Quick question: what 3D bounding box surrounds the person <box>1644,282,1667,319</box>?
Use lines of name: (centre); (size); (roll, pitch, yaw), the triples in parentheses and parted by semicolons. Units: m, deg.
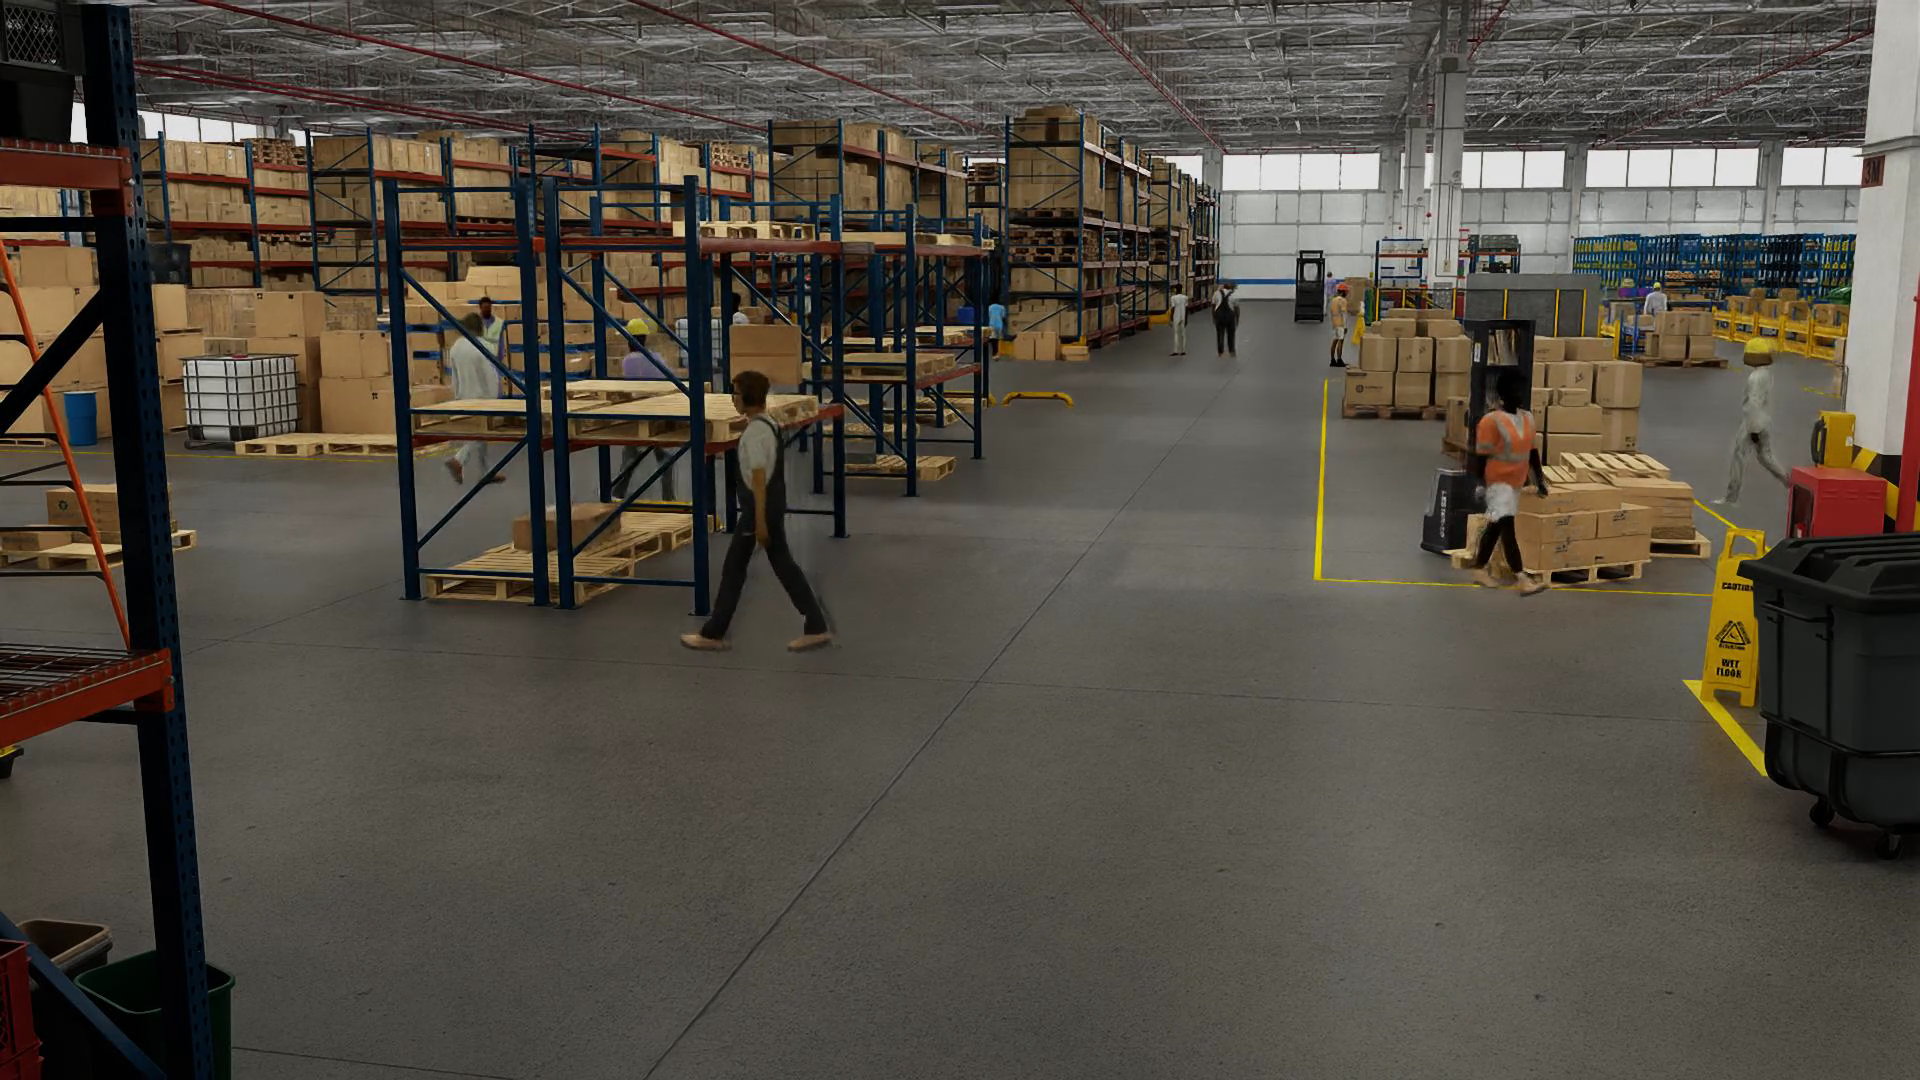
person: (20.589, -6.729, 49.231); (0.599, 1.810, 0.779); (2, 10, 12)

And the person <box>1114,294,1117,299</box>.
person: (8.413, -13.920, 92.180); (0.495, 1.691, 0.917); (-8, 13, -40)

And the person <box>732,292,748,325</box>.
person: (-3.557, -2.963, 26.498); (0.392, 1.956, 0.605); (3, 10, 18)

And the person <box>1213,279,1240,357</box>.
person: (6.770, -5.653, 42.162); (0.716, 2.000, 0.536); (4, 10, 23)

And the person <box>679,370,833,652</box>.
person: (-1.254, -0.168, 10.428); (0.986, 1.796, 0.533); (2, 10, 9)

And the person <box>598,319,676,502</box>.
person: (-3.205, -1.257, 16.605); (0.953, 1.875, 0.611); (6, 11, 33)

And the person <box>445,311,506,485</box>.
person: (-5.297, -1.522, 18.062); (0.639, 1.924, 0.743); (7, 12, 37)

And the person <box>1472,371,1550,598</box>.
person: (4.089, -0.406, 12.231); (0.538, 1.655, 0.848); (-6, 12, -34)

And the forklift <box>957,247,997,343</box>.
forklift: (0.587, -7.172, 48.673); (1.129, 2.768, 1.873); (2, 10, 12)

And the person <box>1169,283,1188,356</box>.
person: (5.596, -5.632, 42.574); (0.521, 1.861, 0.327); (-4, 10, -22)

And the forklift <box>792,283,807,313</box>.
forklift: (-7.239, -11.652, 75.204); (1.129, 2.768, 1.873); (2, 10, 12)

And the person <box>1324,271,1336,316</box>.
person: (16.152, -10.774, 72.792); (0.629, 1.940, 0.379); (3, 10, 19)

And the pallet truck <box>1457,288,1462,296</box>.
pallet truck: (20.506, -9.785, 68.819); (0.653, 1.274, 1.630); (2, 10, 12)

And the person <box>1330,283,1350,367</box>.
person: (8.762, -4.947, 38.298); (0.371, 1.933, 0.550); (-4, 10, -20)

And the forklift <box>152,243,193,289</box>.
forklift: (-17.391, -5.192, 36.948); (1.873, 2.768, 1.129); (2, 10, 12)

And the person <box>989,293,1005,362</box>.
person: (0.857, -5.156, 40.345); (0.537, 1.664, 0.844); (-3, 10, -19)

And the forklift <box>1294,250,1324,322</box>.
forklift: (13.778, -10.002, 65.433); (1.129, 2.768, 1.873); (2, 10, 12)

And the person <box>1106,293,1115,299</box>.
person: (7.539, -12.493, 83.269); (0.625, 1.841, 0.429); (-5, 11, -28)

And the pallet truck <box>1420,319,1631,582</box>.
pallet truck: (4.543, -0.757, 13.299); (0.823, 1.965, 1.885); (-4, 10, -22)

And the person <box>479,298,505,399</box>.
person: (-7.380, -2.829, 25.936); (0.603, 1.868, 0.971); (-4, 10, -24)

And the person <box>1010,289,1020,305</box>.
person: (1.981, -7.854, 55.643); (0.654, 1.886, 0.453); (4, 10, 23)

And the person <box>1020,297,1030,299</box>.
person: (2.179, -7.464, 53.905); (0.540, 1.695, 0.318); (-5, 11, -27)

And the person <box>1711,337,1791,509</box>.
person: (7.945, -1.149, 16.455); (0.492, 1.714, 0.791); (-9, 13, -43)

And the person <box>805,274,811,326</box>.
person: (-5.041, -7.889, 55.552); (0.612, 2.004, 1.018); (2, 10, 12)
